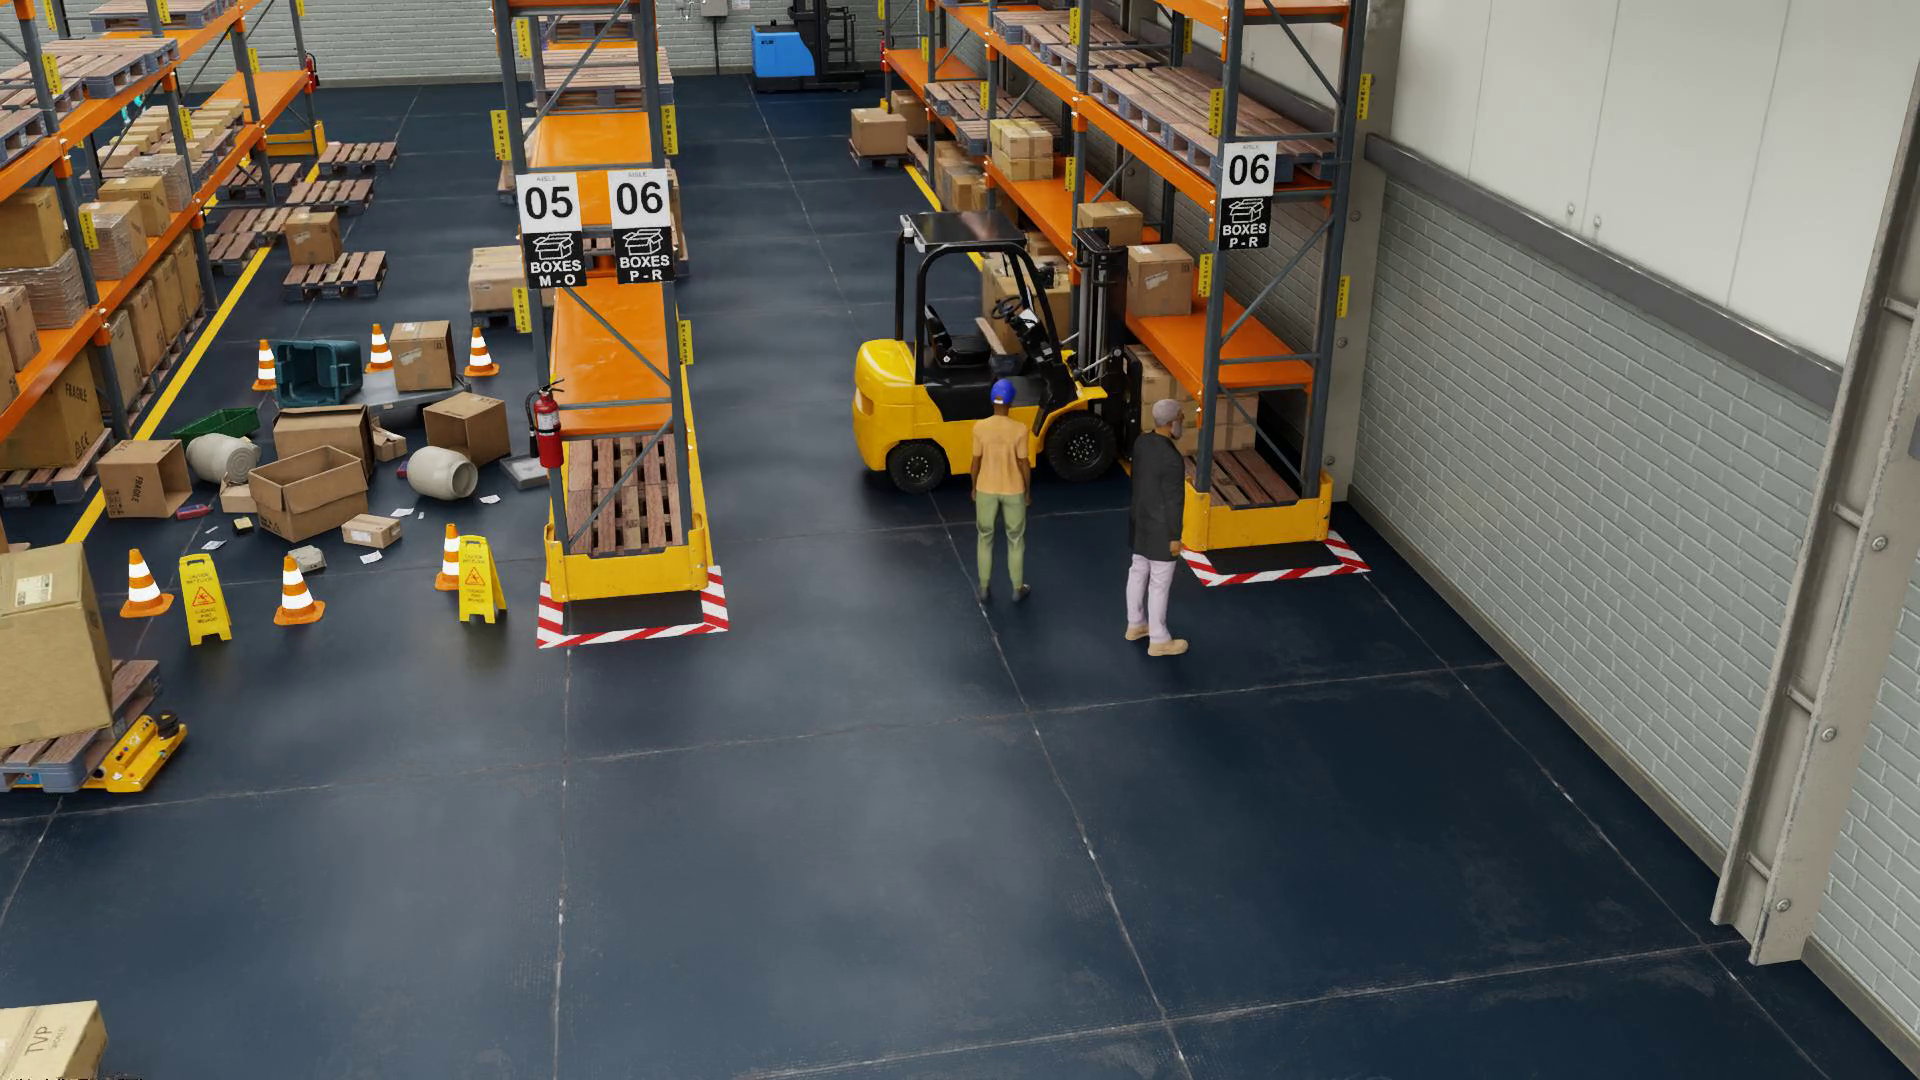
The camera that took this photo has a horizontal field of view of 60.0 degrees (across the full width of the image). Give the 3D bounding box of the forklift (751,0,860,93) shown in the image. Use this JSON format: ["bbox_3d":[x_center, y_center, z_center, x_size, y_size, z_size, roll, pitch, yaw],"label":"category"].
[{"bbox_3d":[-2.872,-9.679,30.288,1.873,2.768,1.129,-5,26,-10],"label":"forklift"}]

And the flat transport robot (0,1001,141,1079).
[{"bbox_3d":[-4.357,2.807,7.283,1.431,0.231,0.659,-10,27,-19],"label":"flat transport robot"}]

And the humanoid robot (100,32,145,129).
[{"bbox_3d":[-13.122,-7.065,26.189,0.542,1.795,0.811,-21,33,-37],"label":"humanoid robot"}]

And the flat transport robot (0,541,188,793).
[{"bbox_3d":[-5.687,1.317,10.387,1.431,0.231,0.659,0,26,1],"label":"flat transport robot"}]

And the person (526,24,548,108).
[{"bbox_3d":[-7.320,-8.456,28.983,0.602,1.782,0.600,-8,27,-16],"label":"person"}]

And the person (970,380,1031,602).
[{"bbox_3d":[0.306,-0.363,12.212,0.449,1.717,0.372,5,26,10],"label":"person"}]

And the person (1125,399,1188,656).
[{"bbox_3d":[1.352,-0.095,11.493,0.412,1.856,0.533,-12,28,-23],"label":"person"}]

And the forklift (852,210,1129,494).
[{"bbox_3d":[0.216,-1.659,14.366,2.313,2.155,1.214,-5,26,-10],"label":"forklift"}]
